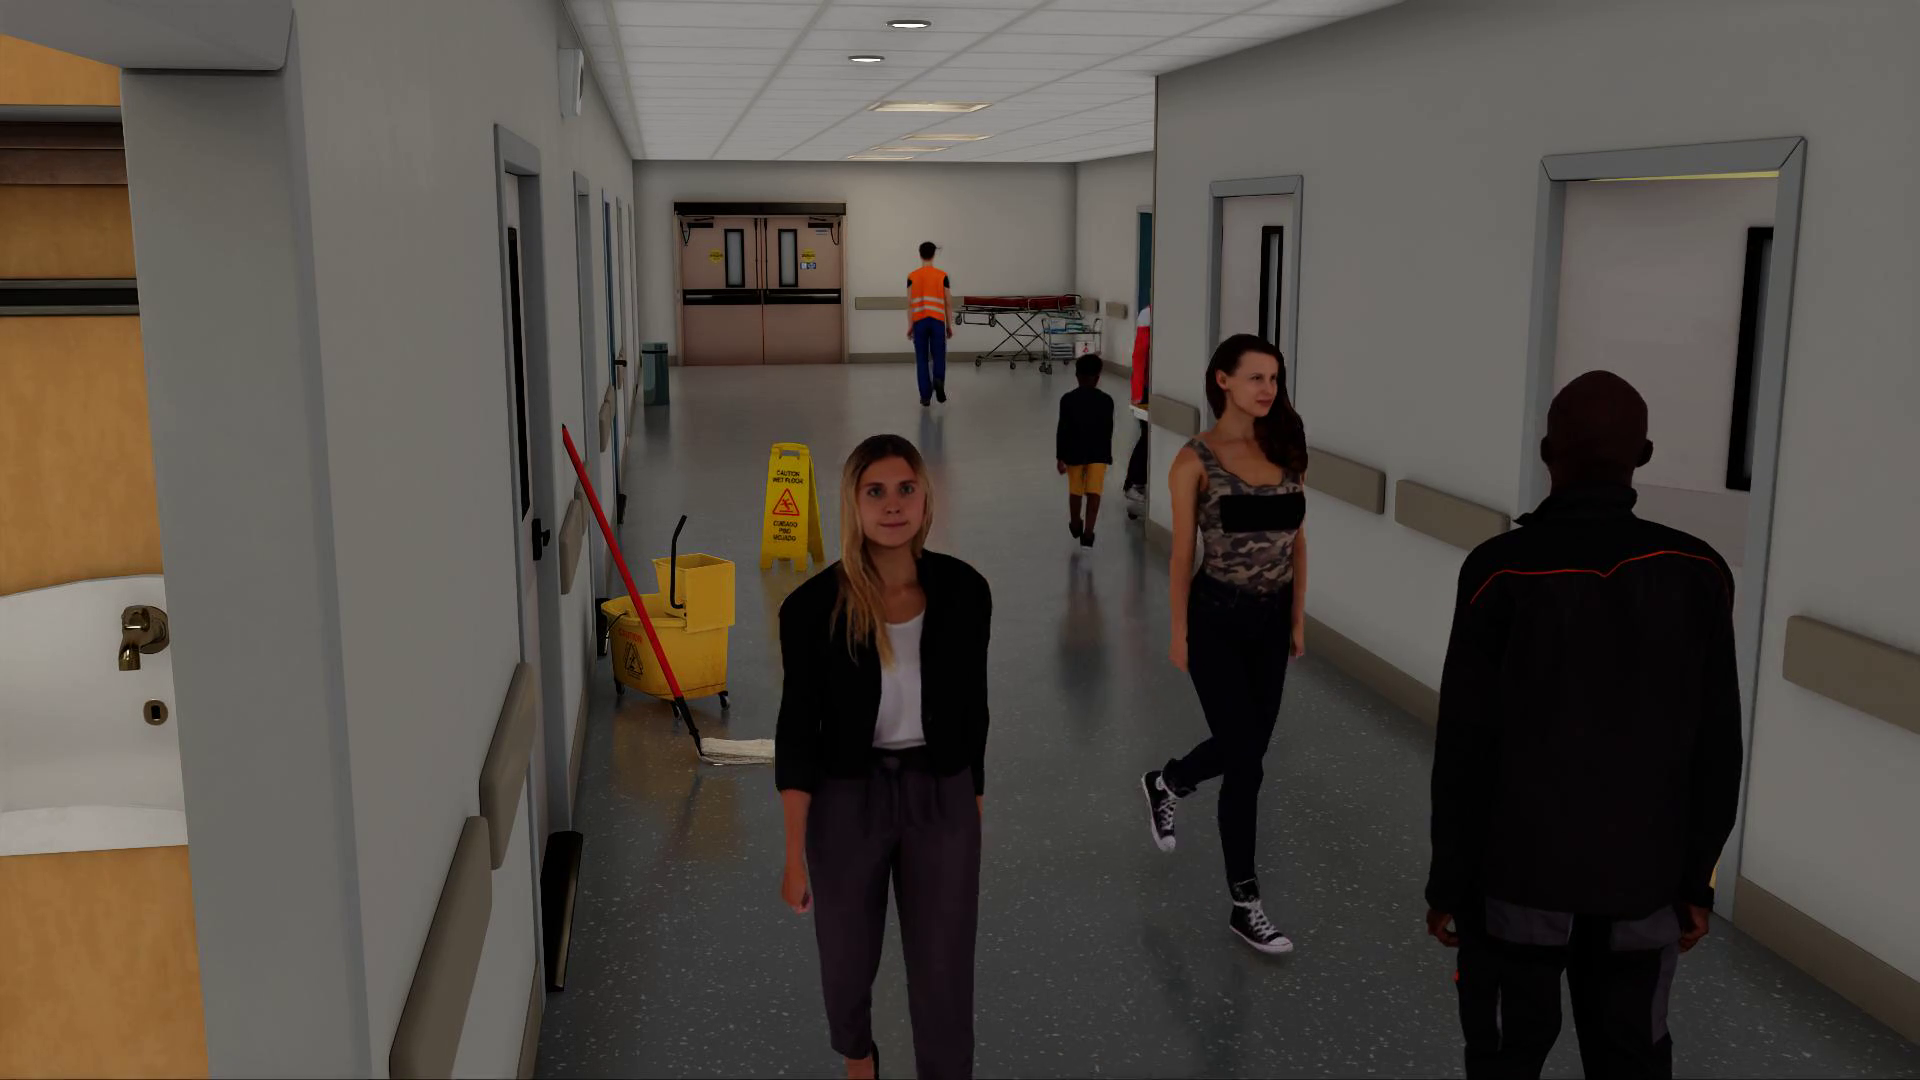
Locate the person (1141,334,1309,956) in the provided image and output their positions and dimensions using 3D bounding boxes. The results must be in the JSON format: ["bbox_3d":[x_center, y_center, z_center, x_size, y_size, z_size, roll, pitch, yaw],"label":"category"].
[{"bbox_3d":[0.764,0.279,4.931,0.819,1.743,1.151,-5,12,-27],"label":"person"}]

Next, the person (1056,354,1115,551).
[{"bbox_3d":[0.812,-0.524,10.542,0.646,1.228,0.951,0,11,1],"label":"person"}]

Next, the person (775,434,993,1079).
[{"bbox_3d":[-0.167,0.615,3.484,0.603,1.621,1.015,-2,11,-10],"label":"person"}]

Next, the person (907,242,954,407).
[{"bbox_3d":[-0.359,-2.431,18.908,0.708,1.857,0.930,-1,11,-4],"label":"person"}]

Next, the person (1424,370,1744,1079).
[{"bbox_3d":[1.117,0.598,3.035,0.756,1.823,0.680,1,11,3],"label":"person"}]
